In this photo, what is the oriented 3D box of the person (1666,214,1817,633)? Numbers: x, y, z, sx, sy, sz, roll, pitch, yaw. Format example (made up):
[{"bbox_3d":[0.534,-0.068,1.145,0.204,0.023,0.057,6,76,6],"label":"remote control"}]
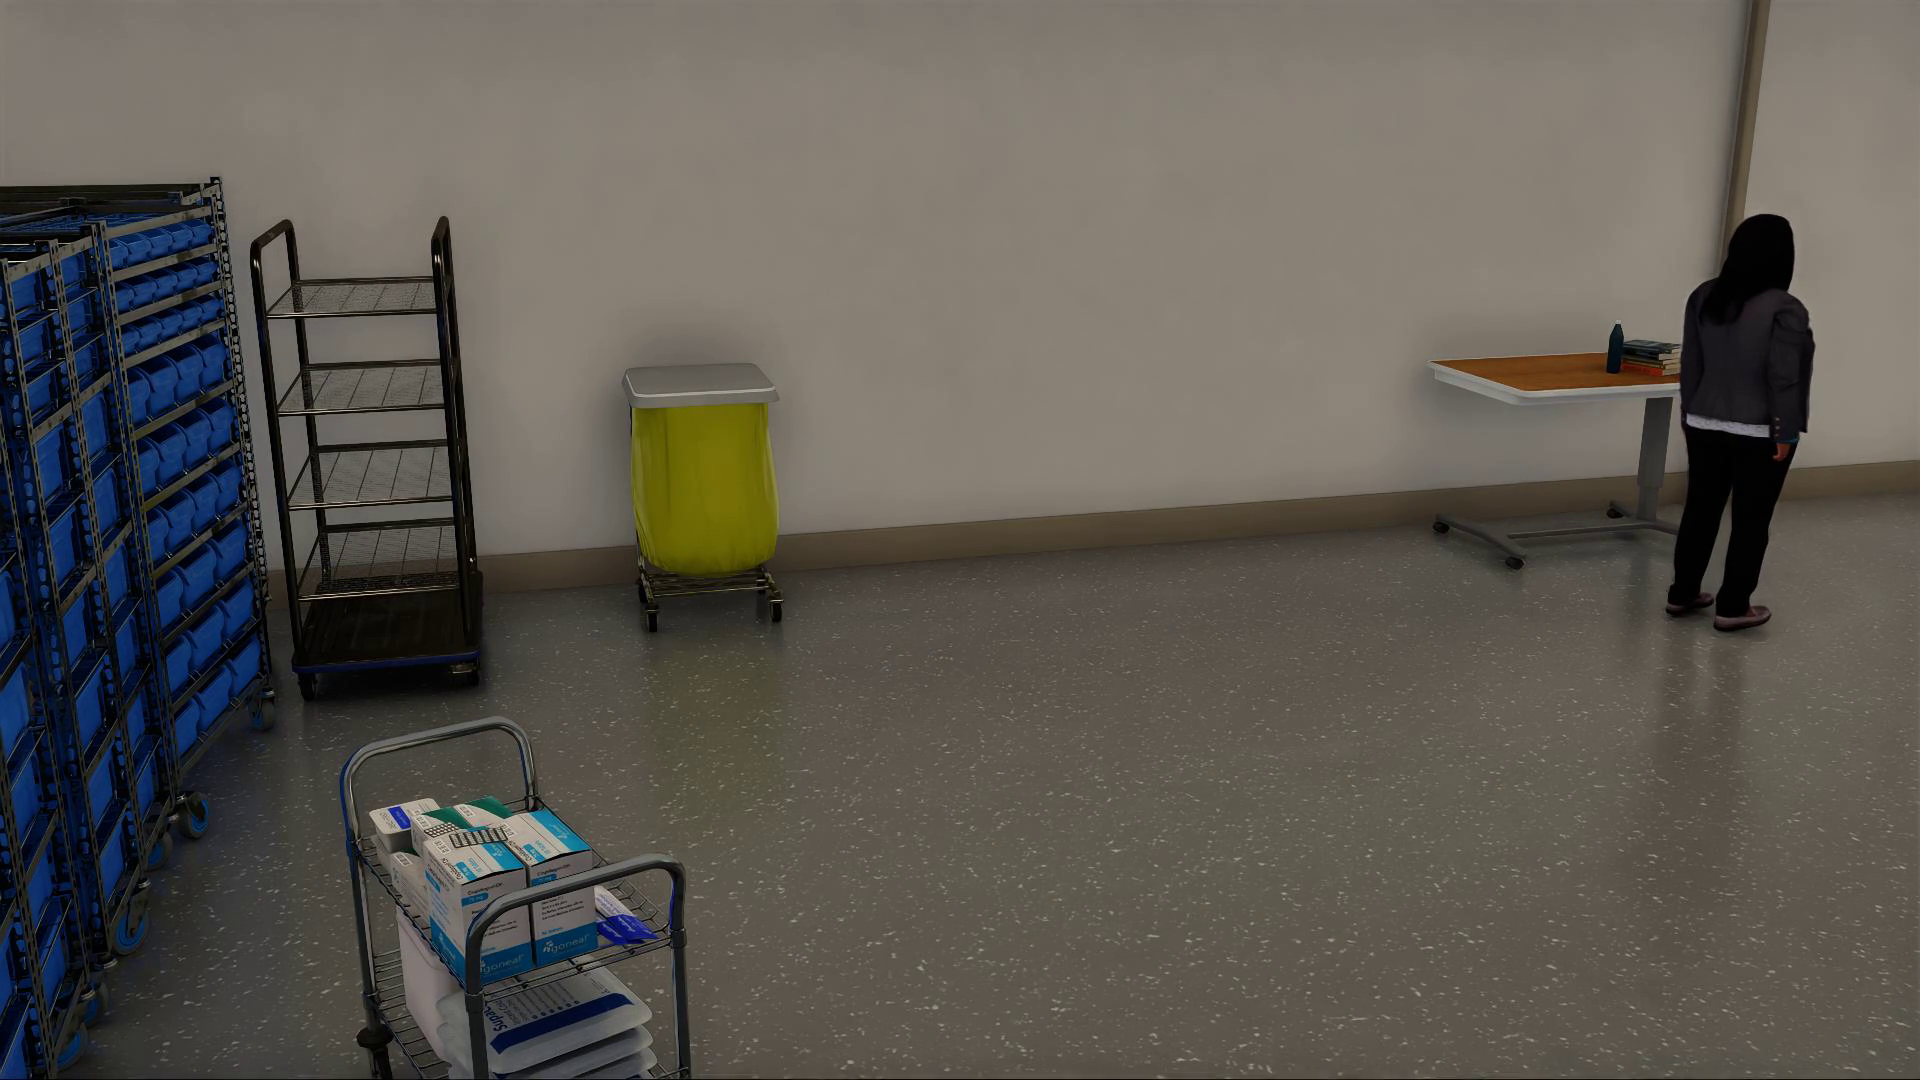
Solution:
[{"bbox_3d":[3.000,-0.444,6.407,0.725,1.595,0.726,-8,18,-26],"label":"person"}]
